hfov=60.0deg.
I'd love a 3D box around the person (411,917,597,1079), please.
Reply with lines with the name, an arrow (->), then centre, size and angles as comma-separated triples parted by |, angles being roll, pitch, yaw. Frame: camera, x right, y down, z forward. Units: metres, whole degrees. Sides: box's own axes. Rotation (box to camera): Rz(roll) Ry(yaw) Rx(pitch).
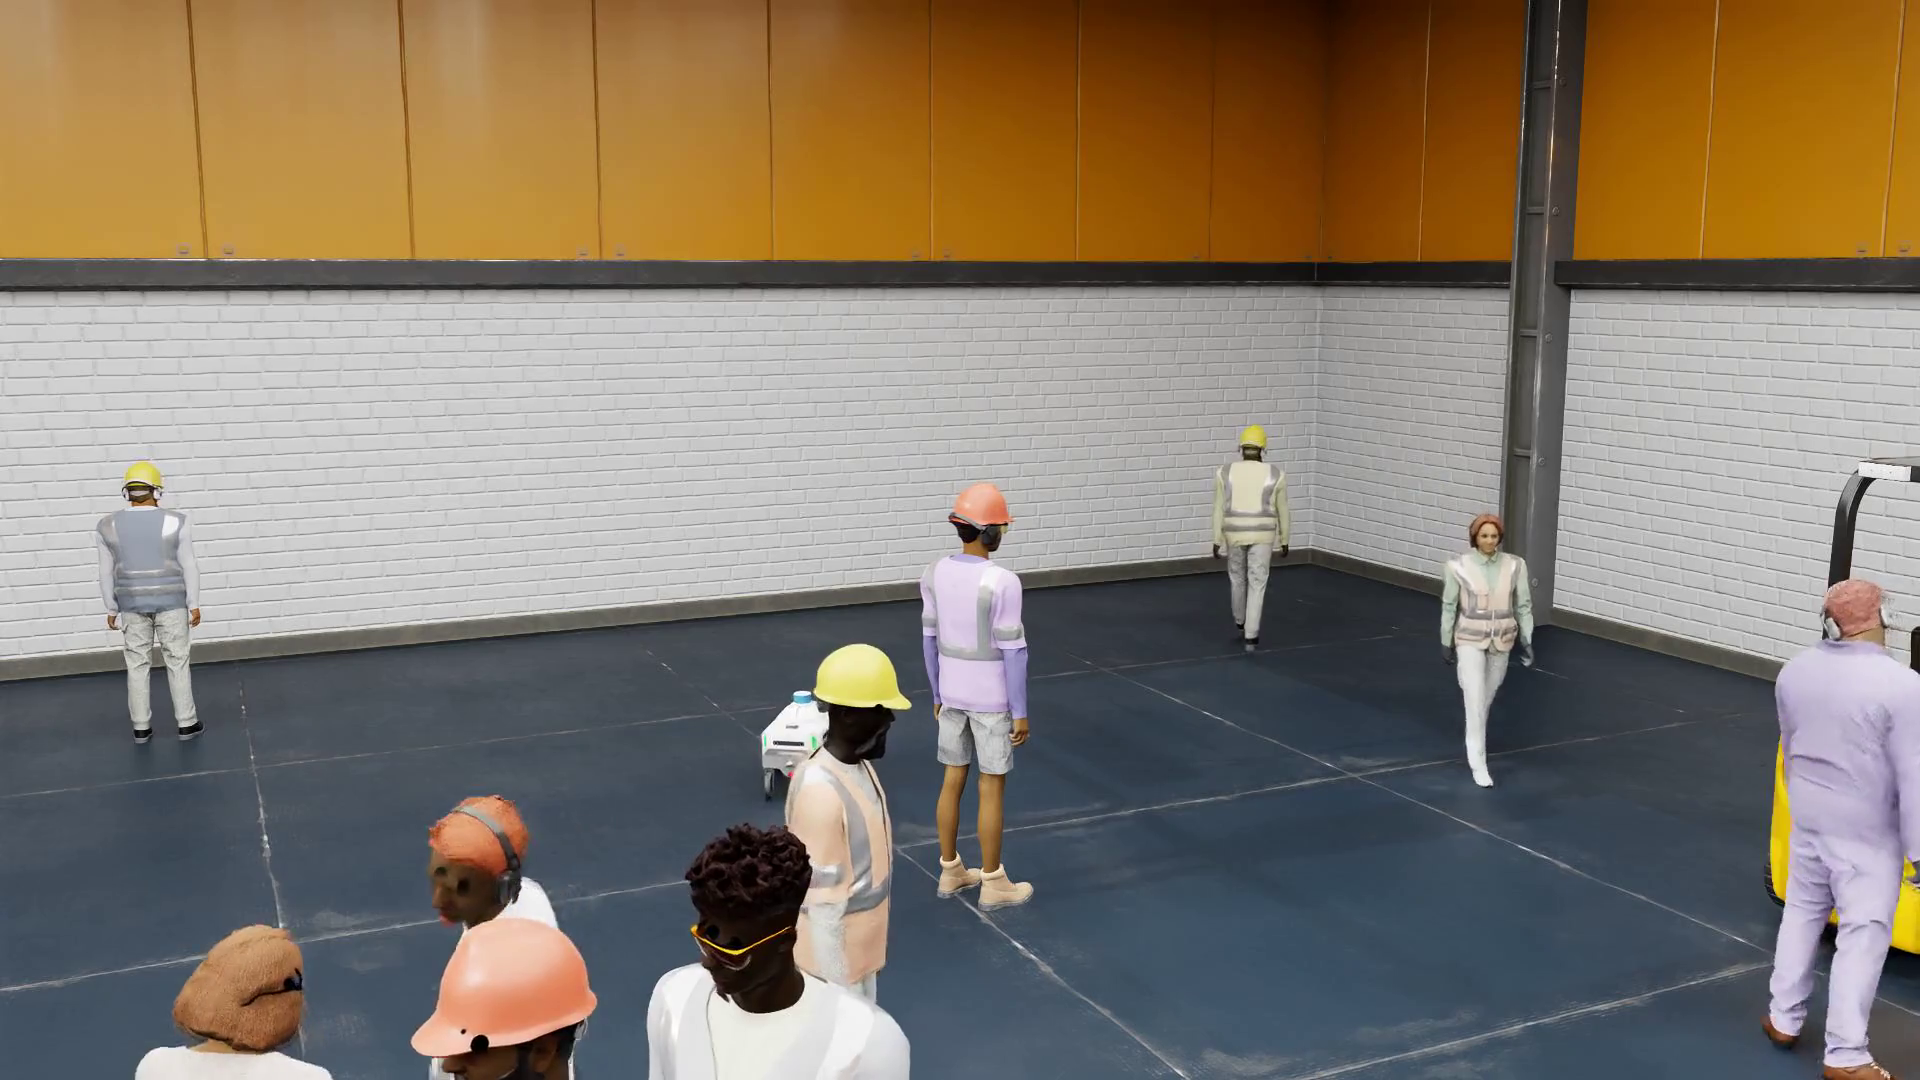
person -> -0.747, 1.599, 2.964 | 0.363, 1.935, 0.553 | -8, 12, -41

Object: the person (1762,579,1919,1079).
person -> 3.387, 1.095, 6.301 | 0.399, 1.880, 0.715 | -2, 9, -15

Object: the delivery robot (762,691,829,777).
delivery robot -> -0.927, 1.136, 9.809 | 0.477, 0.478, 0.707 | 1, 9, 8

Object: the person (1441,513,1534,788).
person -> 3.176, 0.619, 10.087 | 0.511, 1.600, 0.852 | 0, 9, -3

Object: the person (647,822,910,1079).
person -> -0.395, 1.517, 3.406 | 0.601, 1.960, 0.373 | 4, 10, 22

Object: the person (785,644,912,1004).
person -> -0.339, 1.262, 5.113 | 0.383, 1.919, 0.595 | 1, 9, 7

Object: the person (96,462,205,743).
person -> -5.206, 0.405, 10.734 | 0.588, 1.823, 0.403 | -2, 9, -13

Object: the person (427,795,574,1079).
person -> -1.135, 1.482, 3.969 | 0.433, 1.852, 0.621 | -1, 9, -3

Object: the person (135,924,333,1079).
person -> -1.578, 1.640, 3.707 | 0.475, 1.616, 0.399 | -1, 9, -3

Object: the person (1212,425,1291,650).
person -> 2.406, -0.045, 13.626 | 0.608, 1.785, 0.881 | 3, 10, 20

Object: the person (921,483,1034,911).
person -> 0.093, 0.743, 7.953 | 0.607, 2.044, 0.376 | 8, 12, 41

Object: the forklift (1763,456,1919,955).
forklift -> 4.857, 0.731, 7.561 | 2.313, 2.155, 1.214 | -4, 10, -25
